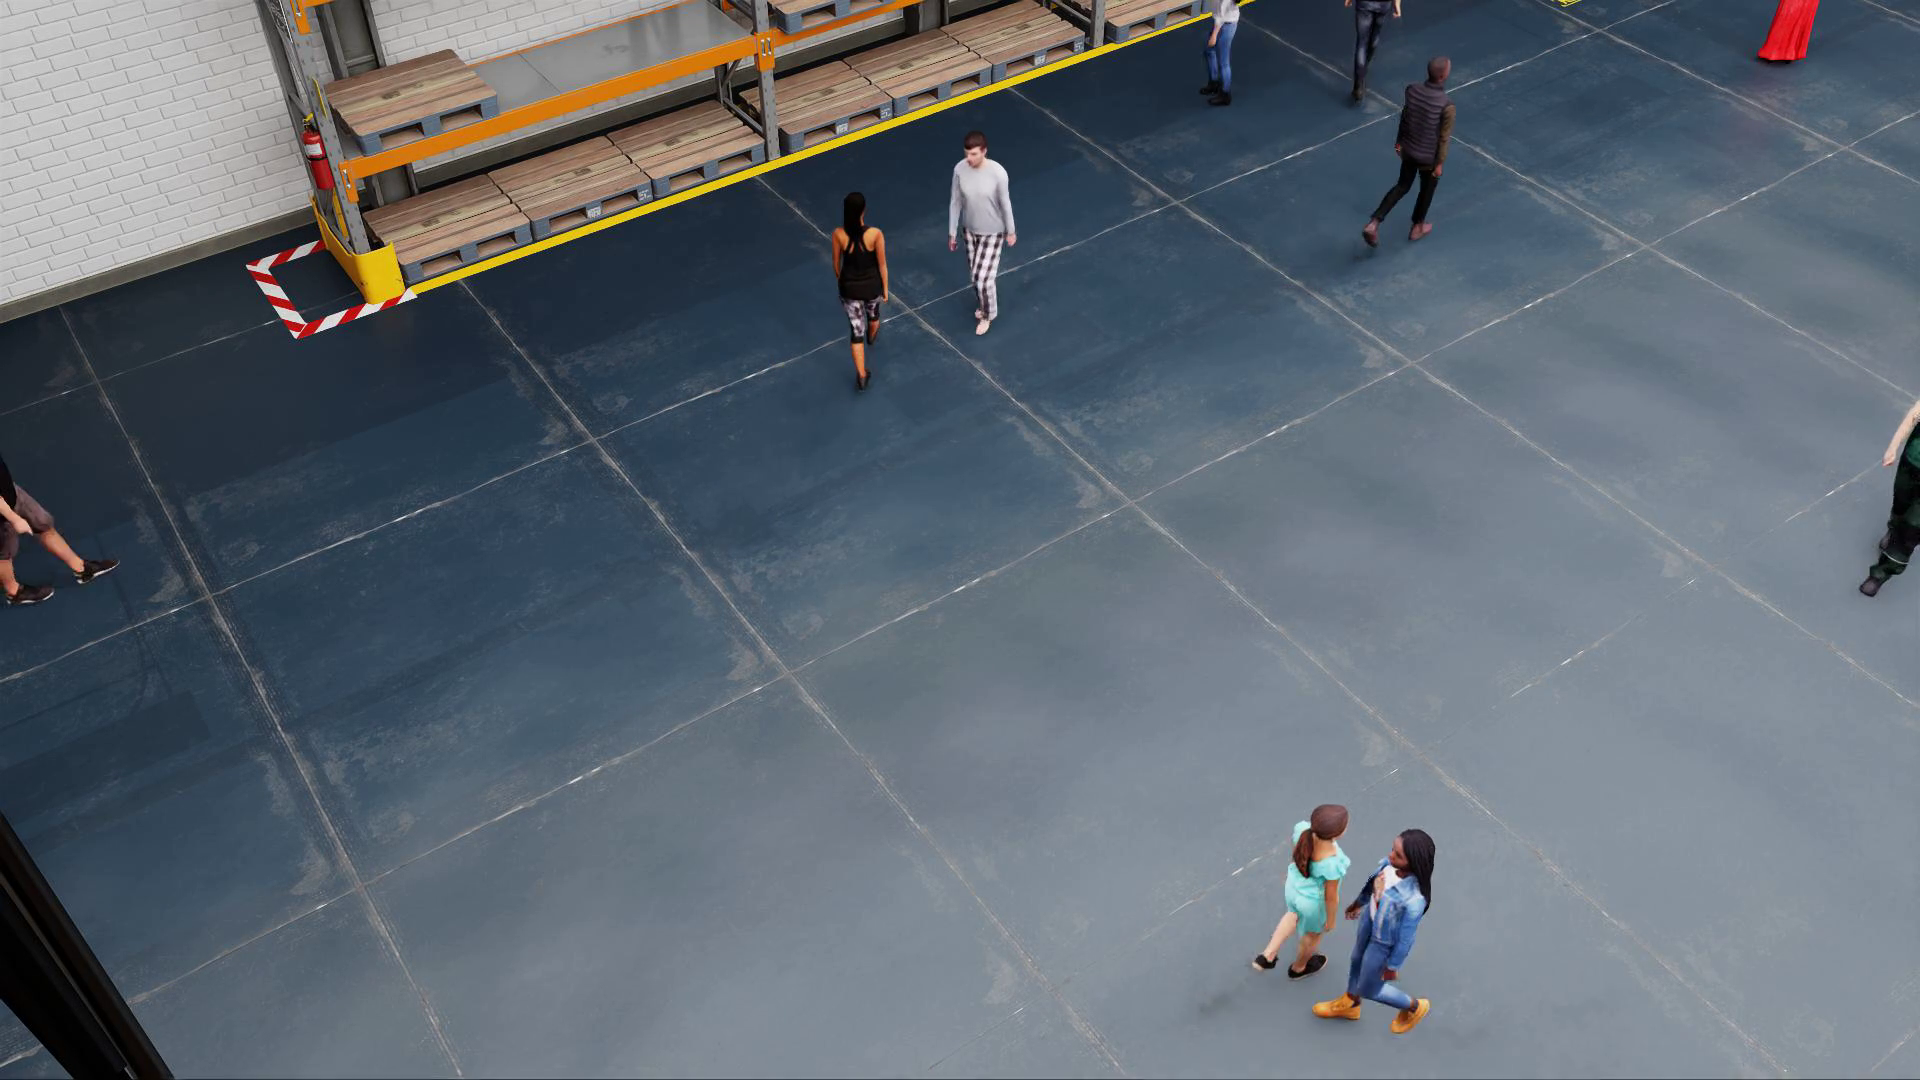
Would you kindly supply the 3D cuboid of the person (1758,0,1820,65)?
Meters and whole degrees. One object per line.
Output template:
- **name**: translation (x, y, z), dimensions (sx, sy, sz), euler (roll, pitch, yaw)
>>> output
- **person**: translation (8.625, -5.715, 16.951), dimensions (0.713, 1.779, 0.779), euler (5, 44, 5)

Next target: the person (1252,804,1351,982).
- **person**: translation (1.857, 1.953, 9.067), dimensions (0.736, 1.550, 0.593), euler (-21, 48, -21)

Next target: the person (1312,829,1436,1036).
- **person**: translation (2.324, 2.089, 8.815), dimensions (0.968, 1.701, 0.878), euler (0, 44, 0)

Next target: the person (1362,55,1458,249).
- **person**: translation (3.932, -3.319, 14.410), dimensions (1.070, 1.815, 0.710), euler (-27, 50, -26)

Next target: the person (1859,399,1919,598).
- **person**: translation (6.717, -0.543, 11.466), dimensions (0.883, 1.856, 1.266), euler (32, 52, 29)

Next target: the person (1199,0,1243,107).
- **person**: translation (2.676, -5.027, 16.343), dimensions (0.783, 1.621, 0.722), euler (7, 44, 7)

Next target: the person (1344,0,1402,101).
- **person**: translation (4.086, -5.267, 16.426), dimensions (1.252, 1.854, 1.272), euler (5, 44, 5)

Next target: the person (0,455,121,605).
- **person**: translation (-6.562, -0.238, 11.163), dimensions (1.098, 1.833, 0.870), euler (-12, 45, -13)

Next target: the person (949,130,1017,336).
- **person**: translation (0.224, -2.594, 13.641), dimensions (0.852, 1.826, 0.924), euler (18, 46, 18)

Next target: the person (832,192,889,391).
- **person**: translation (-0.798, -1.940, 13.103), dimensions (1.114, 1.621, 1.080), euler (2, 44, 2)
